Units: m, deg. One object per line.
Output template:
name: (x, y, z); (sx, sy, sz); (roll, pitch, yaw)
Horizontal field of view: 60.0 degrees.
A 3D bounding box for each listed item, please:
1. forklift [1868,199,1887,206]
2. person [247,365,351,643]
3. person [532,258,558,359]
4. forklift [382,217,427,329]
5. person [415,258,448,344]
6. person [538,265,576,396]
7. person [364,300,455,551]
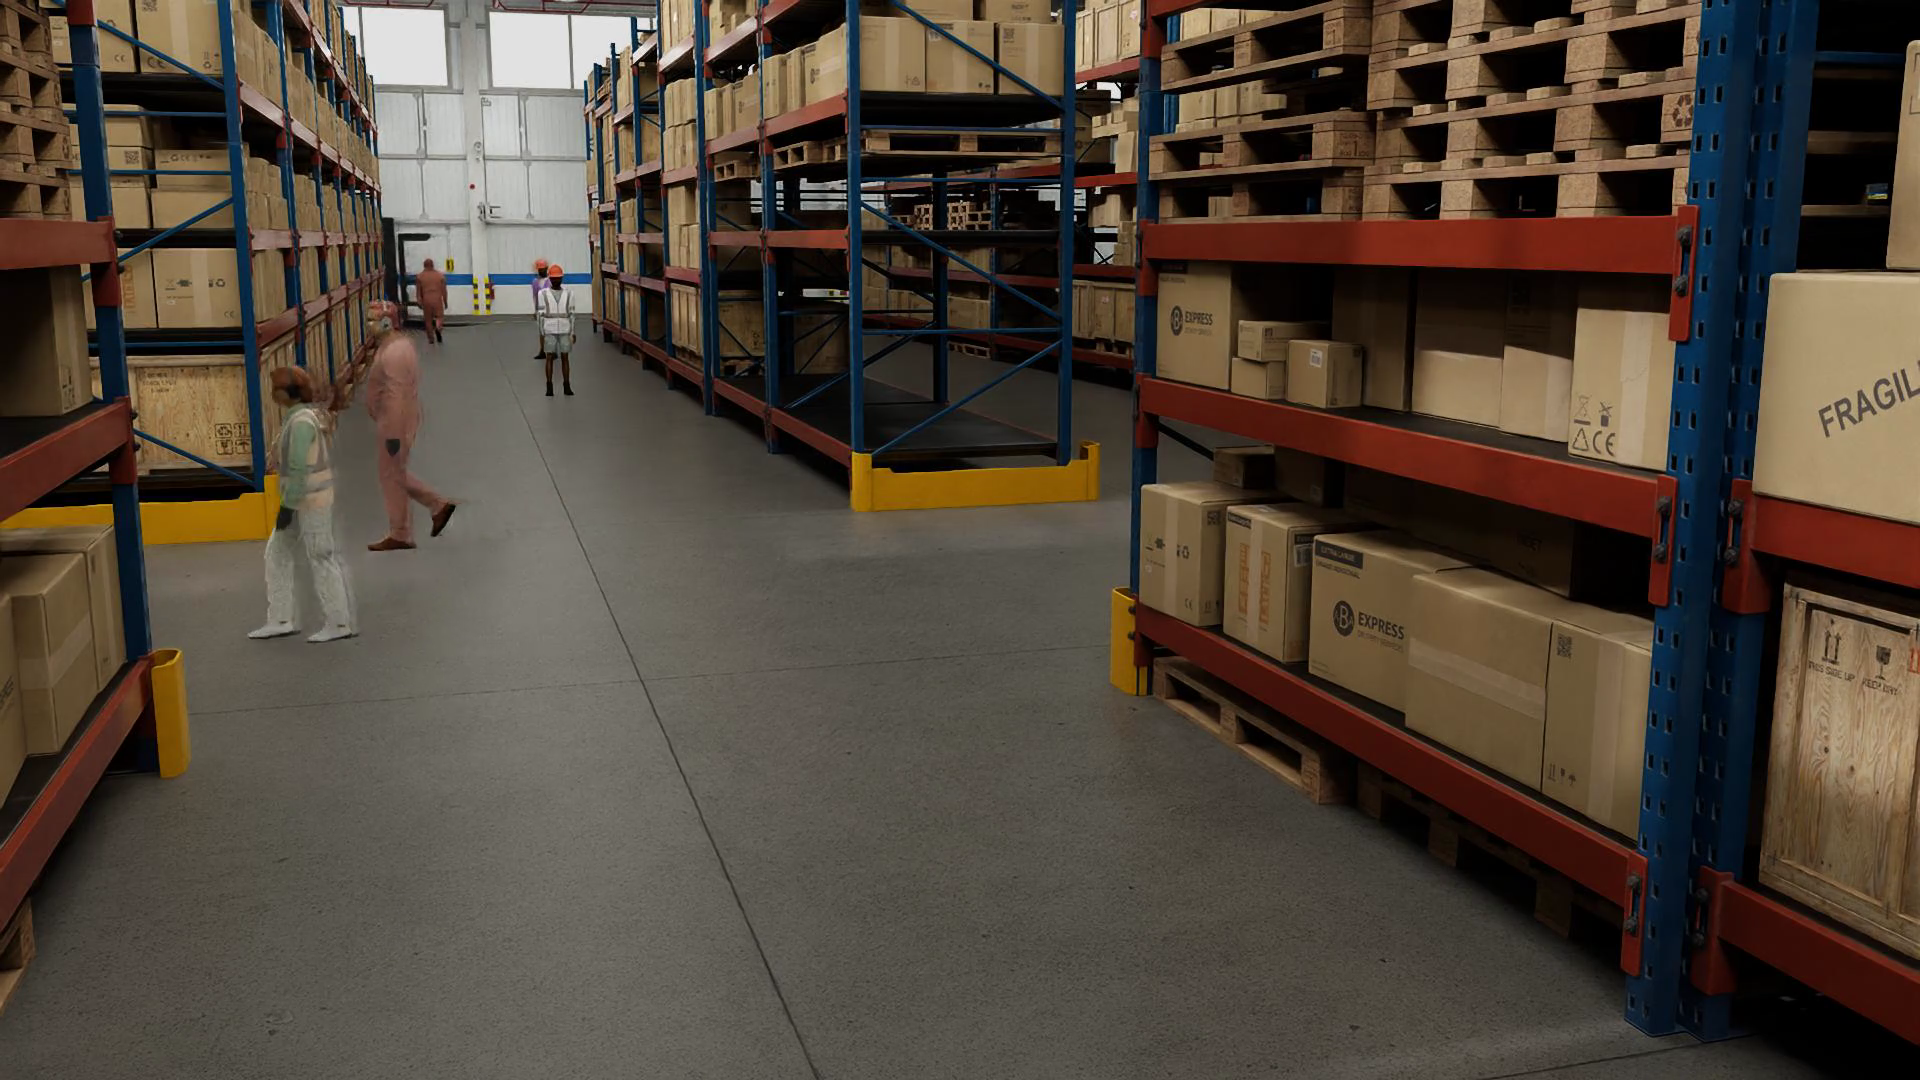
forklift: (11.338, -2.915, 21.052); (1.129, 2.768, 1.873); (-3, 11, -17)
person: (-3.867, -0.184, 9.547); (0.673, 1.616, 0.515); (-6, 12, -31)
person: (-7.991, -4.445, 32.023); (0.551, 1.934, 0.373); (3, 11, 14)
forklift: (-14.325, -6.686, 41.725); (1.873, 2.768, 1.129); (-3, 11, -17)
person: (-11.610, -5.252, 36.559); (0.669, 1.892, 0.485); (-3, 11, -16)
person: (-5.966, -3.103, 24.664); (0.543, 1.939, 0.360); (-4, 11, -21)
person: (-4.187, -0.862, 12.511); (0.543, 1.886, 0.662); (-2, 11, -13)
